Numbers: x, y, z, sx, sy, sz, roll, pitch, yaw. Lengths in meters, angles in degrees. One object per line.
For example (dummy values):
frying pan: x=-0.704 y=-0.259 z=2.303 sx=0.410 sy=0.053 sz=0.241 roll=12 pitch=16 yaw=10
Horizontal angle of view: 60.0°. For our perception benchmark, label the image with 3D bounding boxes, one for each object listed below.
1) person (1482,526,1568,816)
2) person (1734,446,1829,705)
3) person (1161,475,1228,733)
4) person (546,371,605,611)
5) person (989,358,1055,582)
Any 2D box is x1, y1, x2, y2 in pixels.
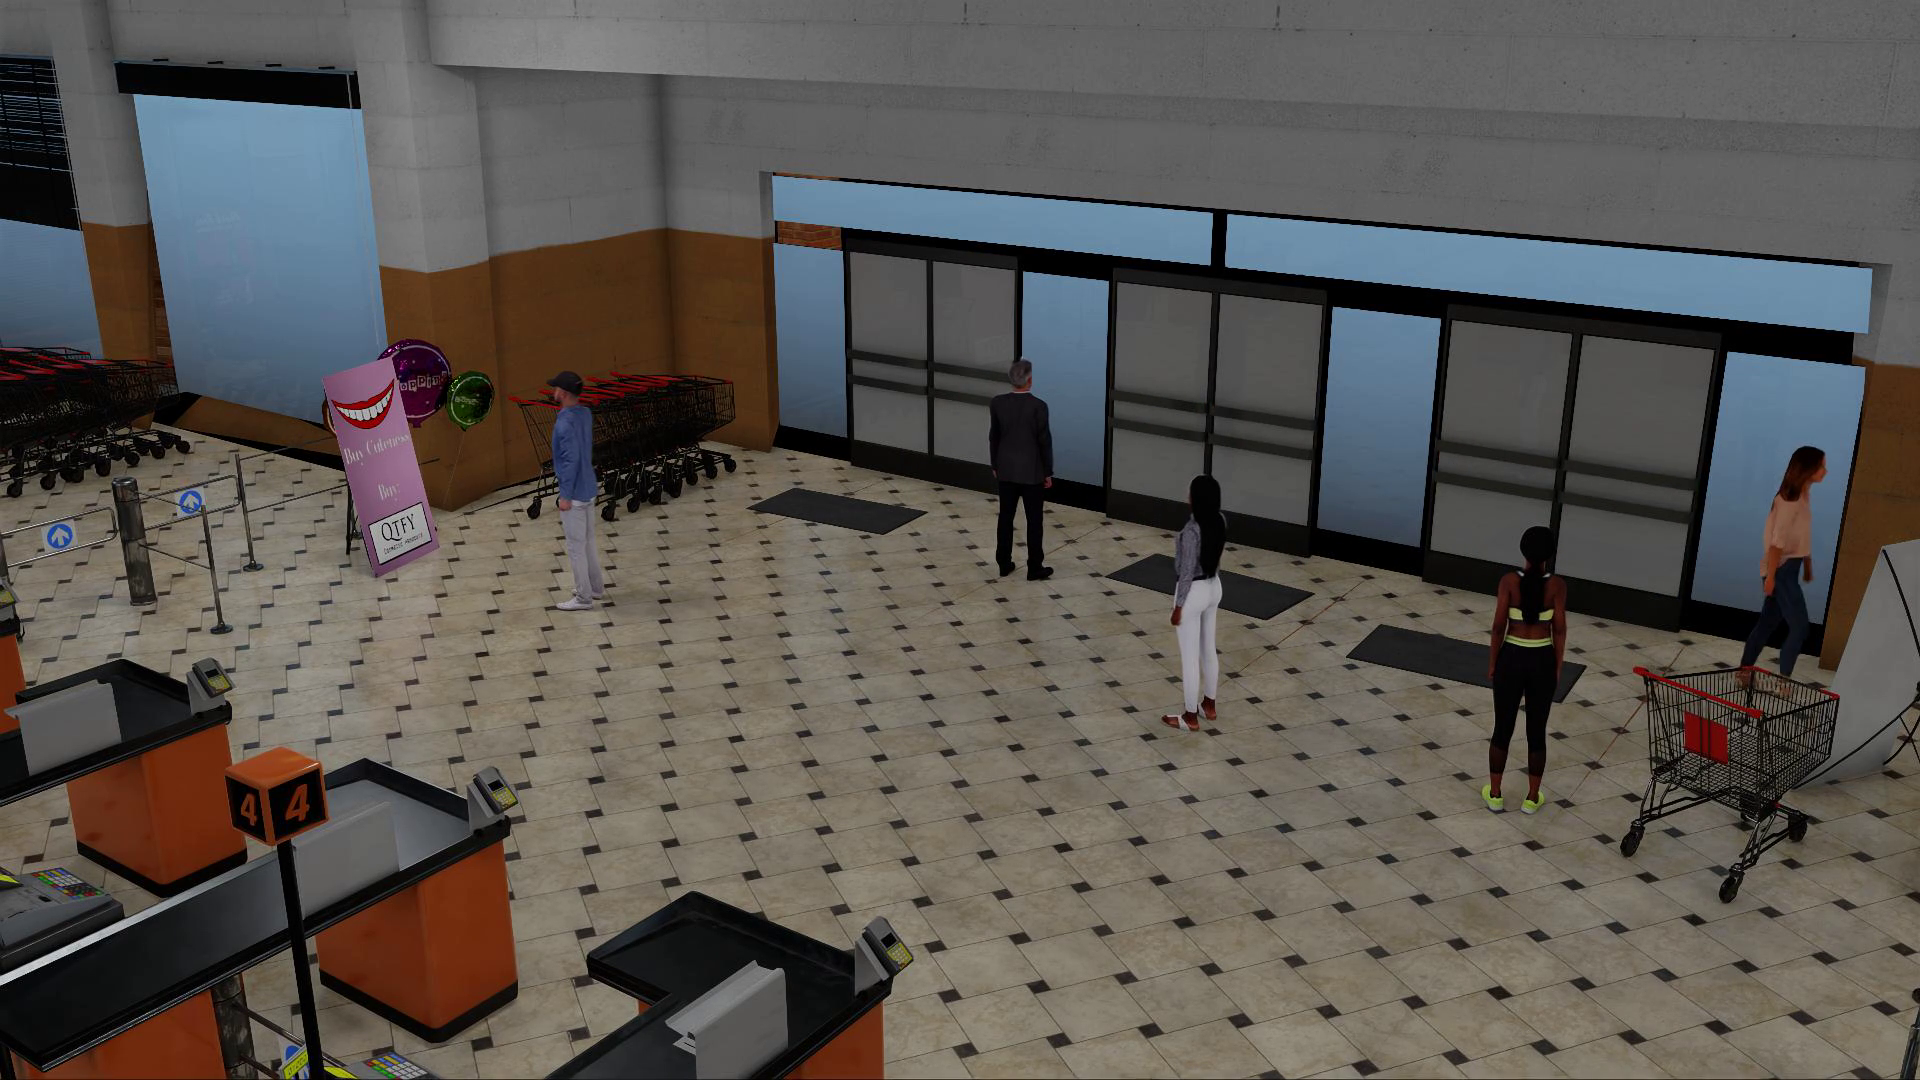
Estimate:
person: x=3.299 y=0.759 z=9.700 sx=0.622 sy=1.754 sz=0.607 roll=5 pitch=19 yaw=16
person: x=5.490 y=0.214 z=11.287 sx=0.696 sy=1.772 sz=0.710 roll=15 pitch=24 yaw=38
person: x=1.550 y=0.396 z=10.823 sx=0.672 sy=1.725 sz=0.493 roll=16 pitch=24 yaw=39
person: x=-2.977 y=-0.387 z=12.891 sx=0.794 sy=1.888 sz=0.654 roll=3 pitch=19 yaw=9
person: x=0.504 y=-0.584 z=13.543 sx=0.745 sy=1.843 sz=0.652 roll=9 pitch=21 yaw=24
